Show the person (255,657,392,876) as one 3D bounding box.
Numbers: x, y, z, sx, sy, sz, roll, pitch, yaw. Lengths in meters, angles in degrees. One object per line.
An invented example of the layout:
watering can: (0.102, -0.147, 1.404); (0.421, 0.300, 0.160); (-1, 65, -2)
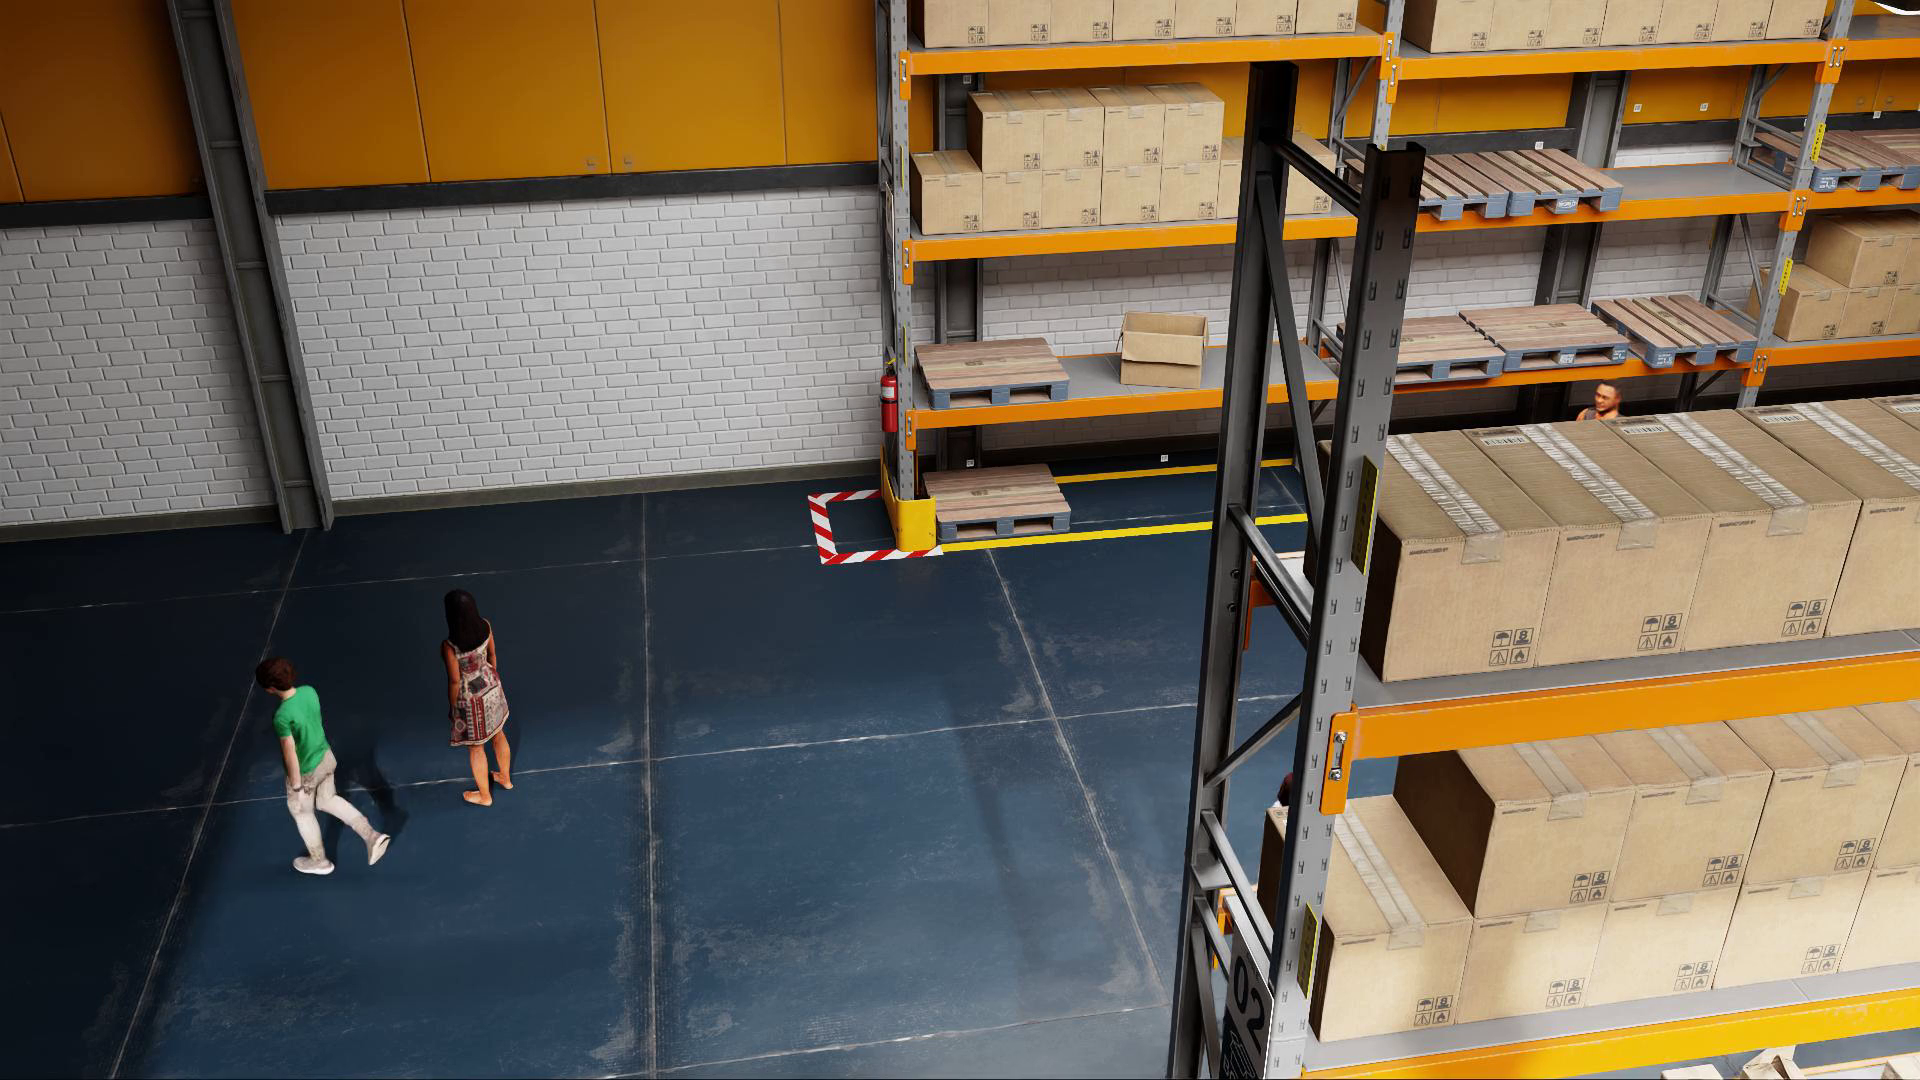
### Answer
person: (-4.019, 1.451, 10.505); (0.999, 1.628, 0.817); (8, 30, 14)

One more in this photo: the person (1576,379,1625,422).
person: (5.213, -0.440, 13.680); (0.764, 1.907, 0.790); (-18, 33, -29)

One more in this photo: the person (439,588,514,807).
person: (-3.269, 1.047, 11.228); (0.754, 1.645, 0.719); (15, 32, 26)
